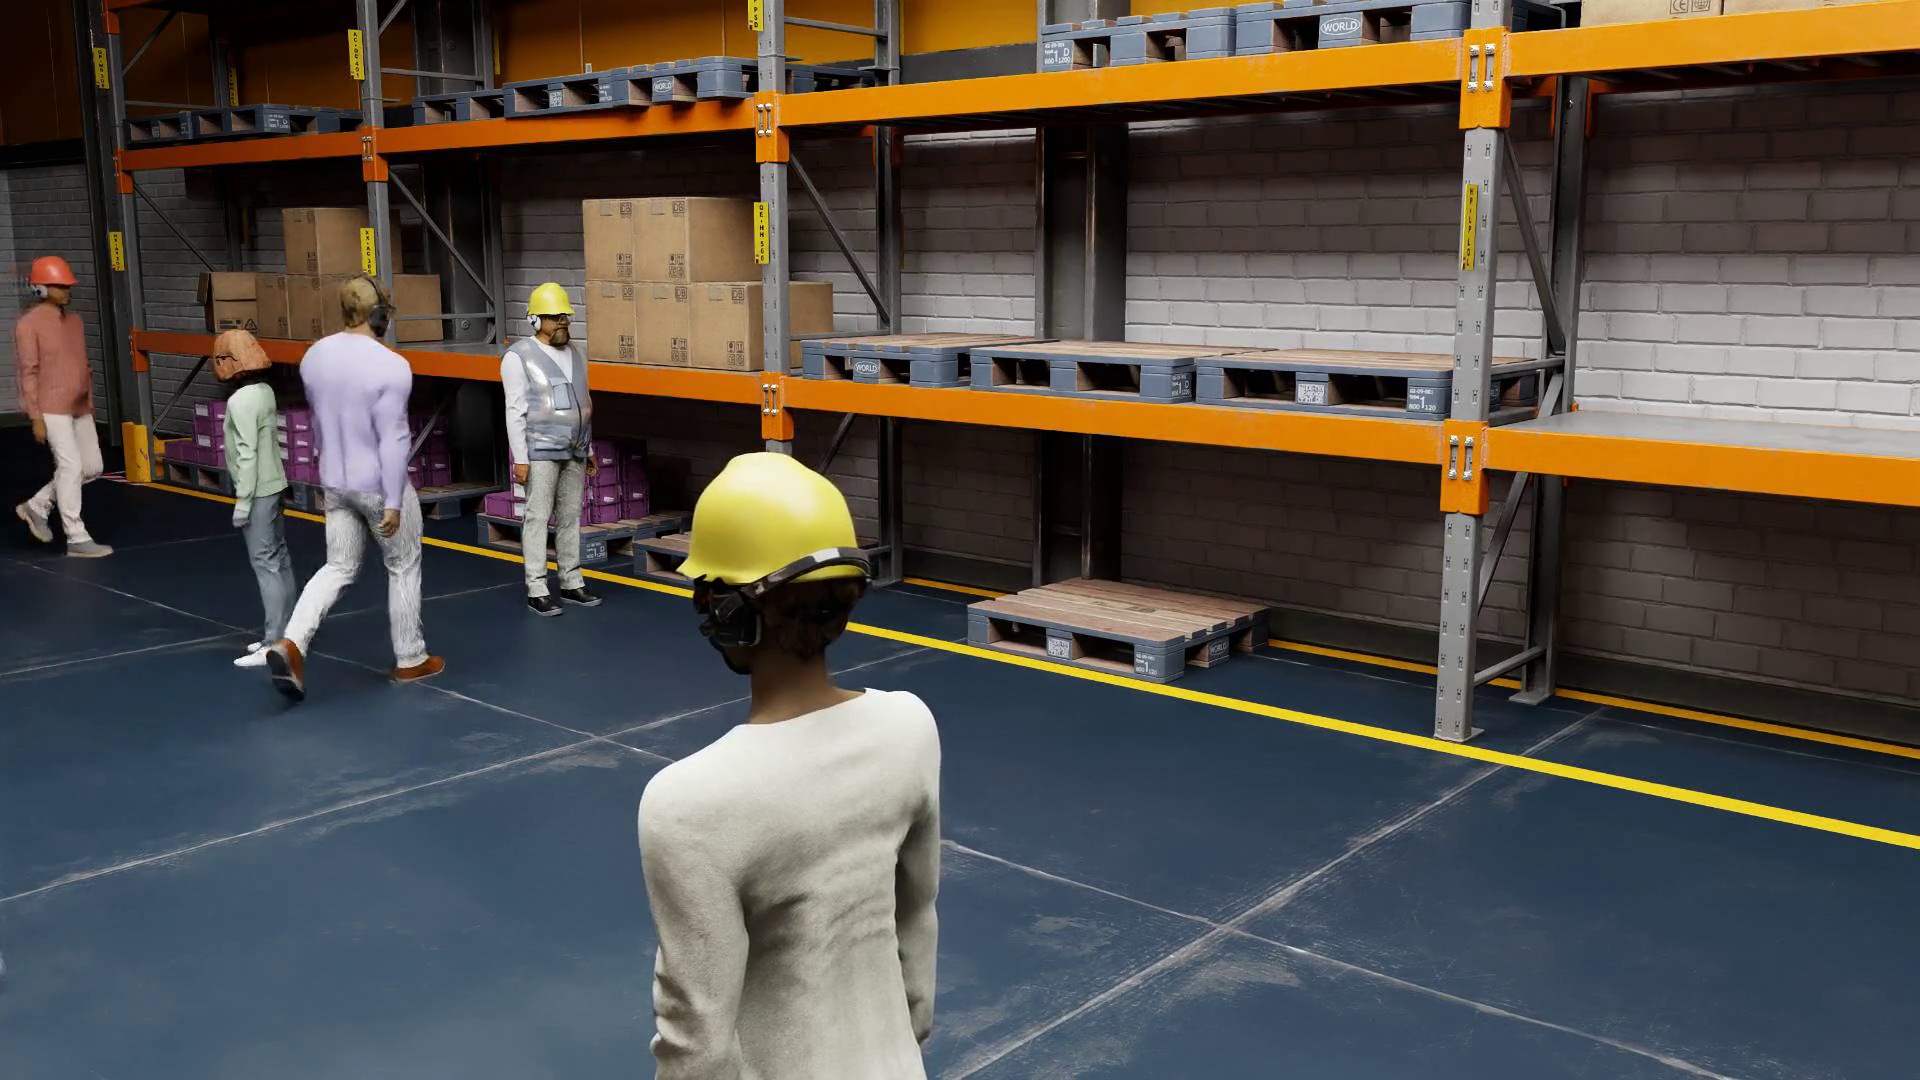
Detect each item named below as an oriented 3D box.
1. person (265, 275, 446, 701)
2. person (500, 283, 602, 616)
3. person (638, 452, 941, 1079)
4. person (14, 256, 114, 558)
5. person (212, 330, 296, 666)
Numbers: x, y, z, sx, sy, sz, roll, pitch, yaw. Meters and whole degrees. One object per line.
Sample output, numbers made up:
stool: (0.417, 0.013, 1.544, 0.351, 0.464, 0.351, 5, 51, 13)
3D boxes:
person: (-2.720, -0.227, 7.458, 0.633, 1.913, 0.853, 4, 11, 22)
person: (-2.248, -0.505, 9.248, 0.404, 1.832, 0.600, 6, 12, 32)
person: (-0.226, 0.766, 2.205, 0.325, 1.767, 0.533, 7, 12, 36)
person: (-5.919, -0.860, 10.860, 0.622, 1.972, 0.630, 1, 10, 6)
person: (-3.433, -0.204, 8.103, 0.285, 1.631, 0.501, -1, 10, -8)
